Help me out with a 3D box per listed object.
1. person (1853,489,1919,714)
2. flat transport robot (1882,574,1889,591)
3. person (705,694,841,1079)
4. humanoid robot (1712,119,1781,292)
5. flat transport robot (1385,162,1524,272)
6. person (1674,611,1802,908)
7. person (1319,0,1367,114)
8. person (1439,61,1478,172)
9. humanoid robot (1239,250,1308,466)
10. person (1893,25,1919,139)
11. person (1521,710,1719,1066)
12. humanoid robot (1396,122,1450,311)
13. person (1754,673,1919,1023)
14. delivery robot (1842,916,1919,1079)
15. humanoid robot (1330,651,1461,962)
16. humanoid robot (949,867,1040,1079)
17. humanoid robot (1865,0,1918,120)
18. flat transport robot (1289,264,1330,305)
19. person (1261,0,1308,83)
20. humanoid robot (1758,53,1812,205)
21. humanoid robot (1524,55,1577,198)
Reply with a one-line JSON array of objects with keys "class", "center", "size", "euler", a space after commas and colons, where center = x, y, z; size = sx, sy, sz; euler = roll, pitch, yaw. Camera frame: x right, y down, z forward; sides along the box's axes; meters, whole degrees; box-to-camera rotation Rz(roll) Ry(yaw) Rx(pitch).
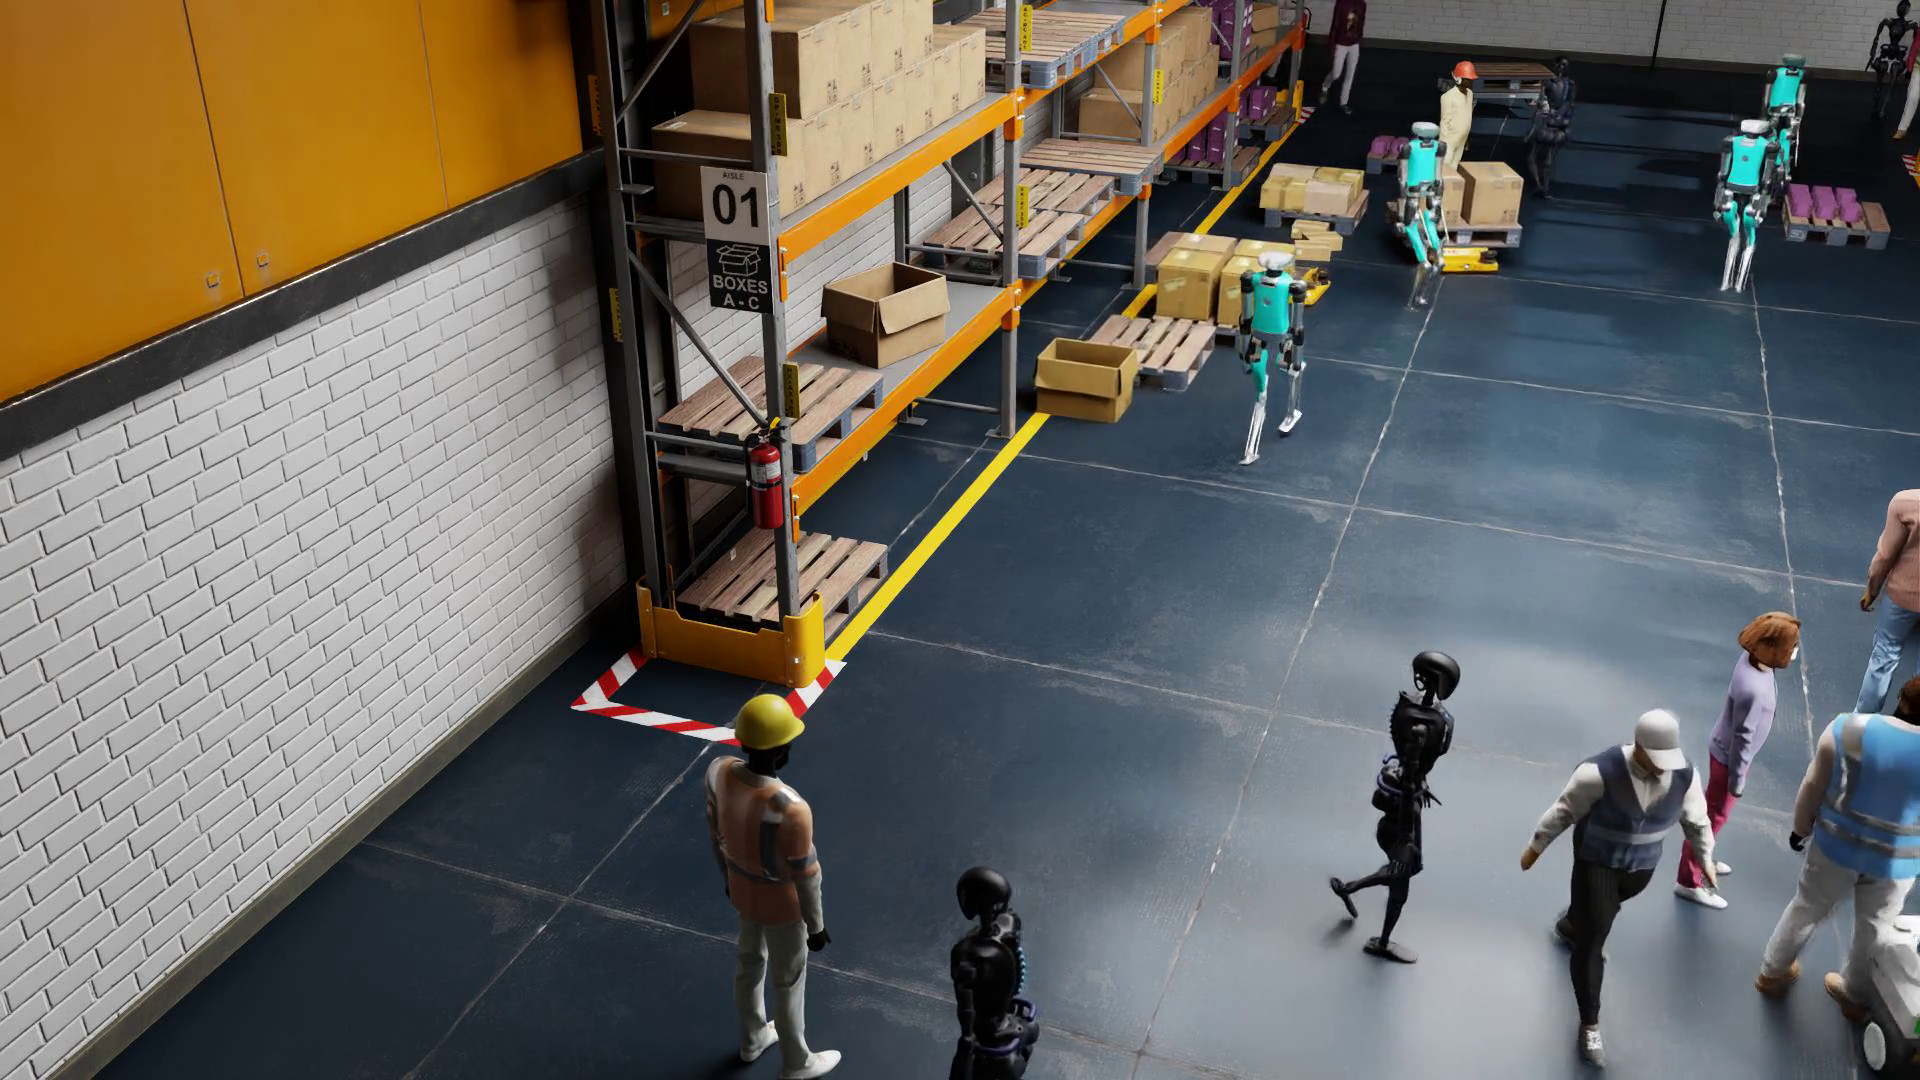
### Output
[{"class": "person", "center": [5.383, 0.305, 9.288], "size": [0.608, 1.986, 0.388], "euler": [9, 29, 17]}, {"class": "flat transport robot", "center": [6.688, 0.570, 10.645], "size": [0.659, 0.231, 1.431], "euler": [-4, 28, -8]}, {"class": "person", "center": [-0.793, 1.489, 7.054], "size": [0.593, 1.925, 0.365], "euler": [21, 34, 35]}, {"class": "humanoid robot", "center": [7.861, -3.339, 16.657], "size": [0.531, 1.812, 0.700], "euler": [22, 34, 35]}, {"class": "flat transport robot", "center": [5.283, -3.202, 17.961], "size": [0.659, 0.231, 1.431], "euler": [0, 27, 0]}, {"class": "person", "center": [3.839, 1.062, 8.211], "size": [0.280, 1.624, 0.494], "euler": [13, 30, 24]}, {"class": "person", "center": [5.483, -7.088, 23.694], "size": [0.501, 1.928, 0.571], "euler": [-7, 28, -13]}, {"class": "person", "center": [5.663, -4.583, 19.018], "size": [0.562, 1.752, 0.325], "euler": [-25, 36, -39]}, {"class": "humanoid robot", "center": [2.547, -1.500, 13.150], "size": [0.530, 1.770, 1.067], "euler": [16, 31, 29]}, {"class": "person", "center": [12.945, -6.249, 22.158], "size": [0.630, 1.840, 0.429], "euler": [18, 32, 31]}, {"class": "person", "center": [2.953, 1.412, 7.457], "size": [0.822, 1.703, 0.922], "euler": [-1, 27, -2]}, {"class": "humanoid robot", "center": [4.577, -3.101, 16.193], "size": [0.552, 1.807, 0.802], "euler": [-12, 30, -22]}, {"class": "person", "center": [4.049, 1.368, 7.410], "size": [0.656, 1.813, 0.438], "euler": [15, 31, 26]}, {"class": "delivery robot", "center": [4.303, 2.058, 7.461], "size": [0.499, 0.608, 0.784], "euler": [2, 27, 4]}, {"class": "humanoid robot", "center": [2.031, 1.231, 7.817], "size": [0.446, 1.644, 0.614], "euler": [10, 29, 18]}, {"class": "humanoid robot", "center": [0.159, 1.993, 6.354], "size": [0.435, 1.642, 0.618], "euler": [11, 29, 21]}, {"class": "humanoid robot", "center": [13.013, -6.708, 23.248], "size": [0.600, 1.626, 0.706], "euler": [19, 33, 32]}, {"class": "flat transport robot", "center": [2.982, -2.658, 16.906], "size": [1.431, 0.231, 0.659], "euler": [13, 30, 23]}, {"class": "person", "center": [4.989, -7.962, 25.413], "size": [0.643, 1.926, 0.674], "euler": [-12, 30, -22]}, {"class": "humanoid robot", "center": [9.538, -4.630, 19.200], "size": [0.543, 1.842, 0.758], "euler": [-3, 27, -5]}, {"class": "humanoid robot", "center": [7.015, -4.888, 19.704], "size": [0.626, 1.630, 0.437], "euler": [-10, 29, -19]}]
